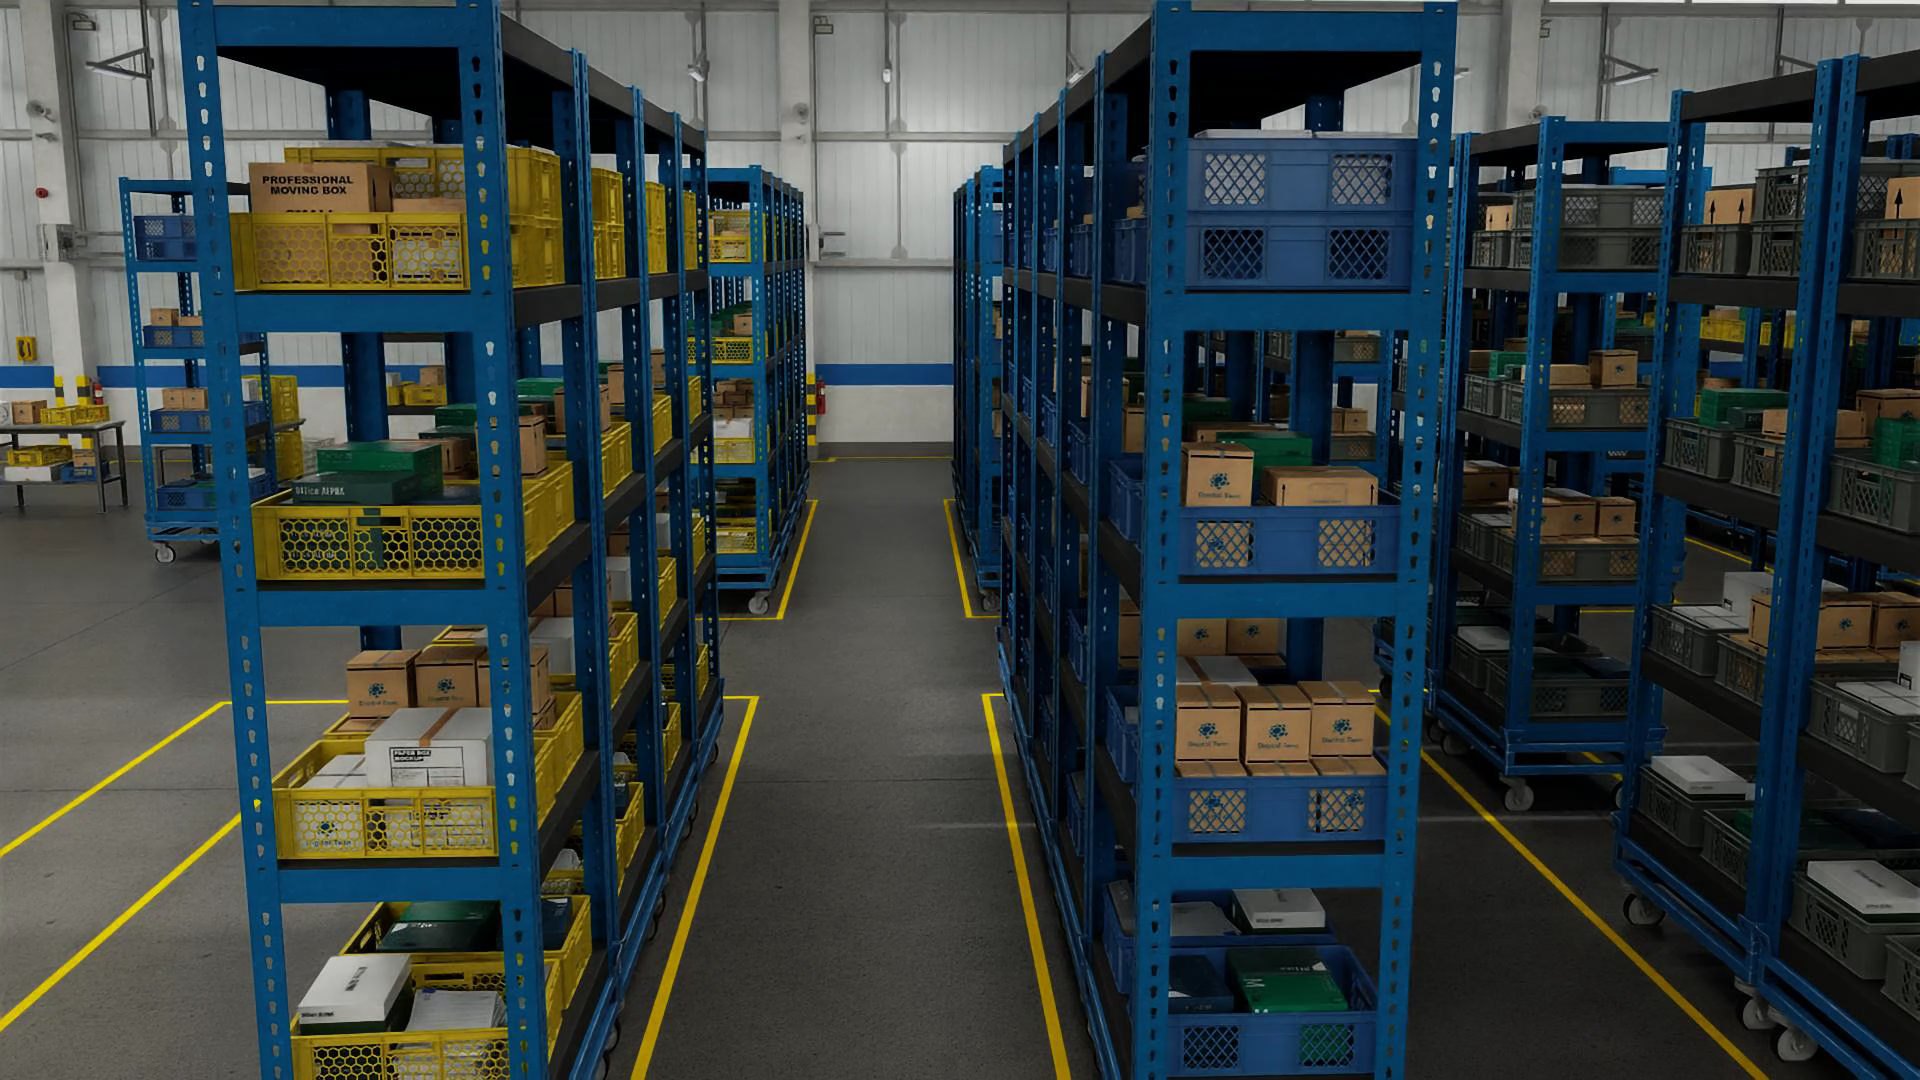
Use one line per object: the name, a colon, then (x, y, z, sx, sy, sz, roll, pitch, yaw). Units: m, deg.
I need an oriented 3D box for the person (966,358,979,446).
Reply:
person: (0.151, -1.738, 21.651, 0.388, 1.838, 0.564, 4, 11, 23)
